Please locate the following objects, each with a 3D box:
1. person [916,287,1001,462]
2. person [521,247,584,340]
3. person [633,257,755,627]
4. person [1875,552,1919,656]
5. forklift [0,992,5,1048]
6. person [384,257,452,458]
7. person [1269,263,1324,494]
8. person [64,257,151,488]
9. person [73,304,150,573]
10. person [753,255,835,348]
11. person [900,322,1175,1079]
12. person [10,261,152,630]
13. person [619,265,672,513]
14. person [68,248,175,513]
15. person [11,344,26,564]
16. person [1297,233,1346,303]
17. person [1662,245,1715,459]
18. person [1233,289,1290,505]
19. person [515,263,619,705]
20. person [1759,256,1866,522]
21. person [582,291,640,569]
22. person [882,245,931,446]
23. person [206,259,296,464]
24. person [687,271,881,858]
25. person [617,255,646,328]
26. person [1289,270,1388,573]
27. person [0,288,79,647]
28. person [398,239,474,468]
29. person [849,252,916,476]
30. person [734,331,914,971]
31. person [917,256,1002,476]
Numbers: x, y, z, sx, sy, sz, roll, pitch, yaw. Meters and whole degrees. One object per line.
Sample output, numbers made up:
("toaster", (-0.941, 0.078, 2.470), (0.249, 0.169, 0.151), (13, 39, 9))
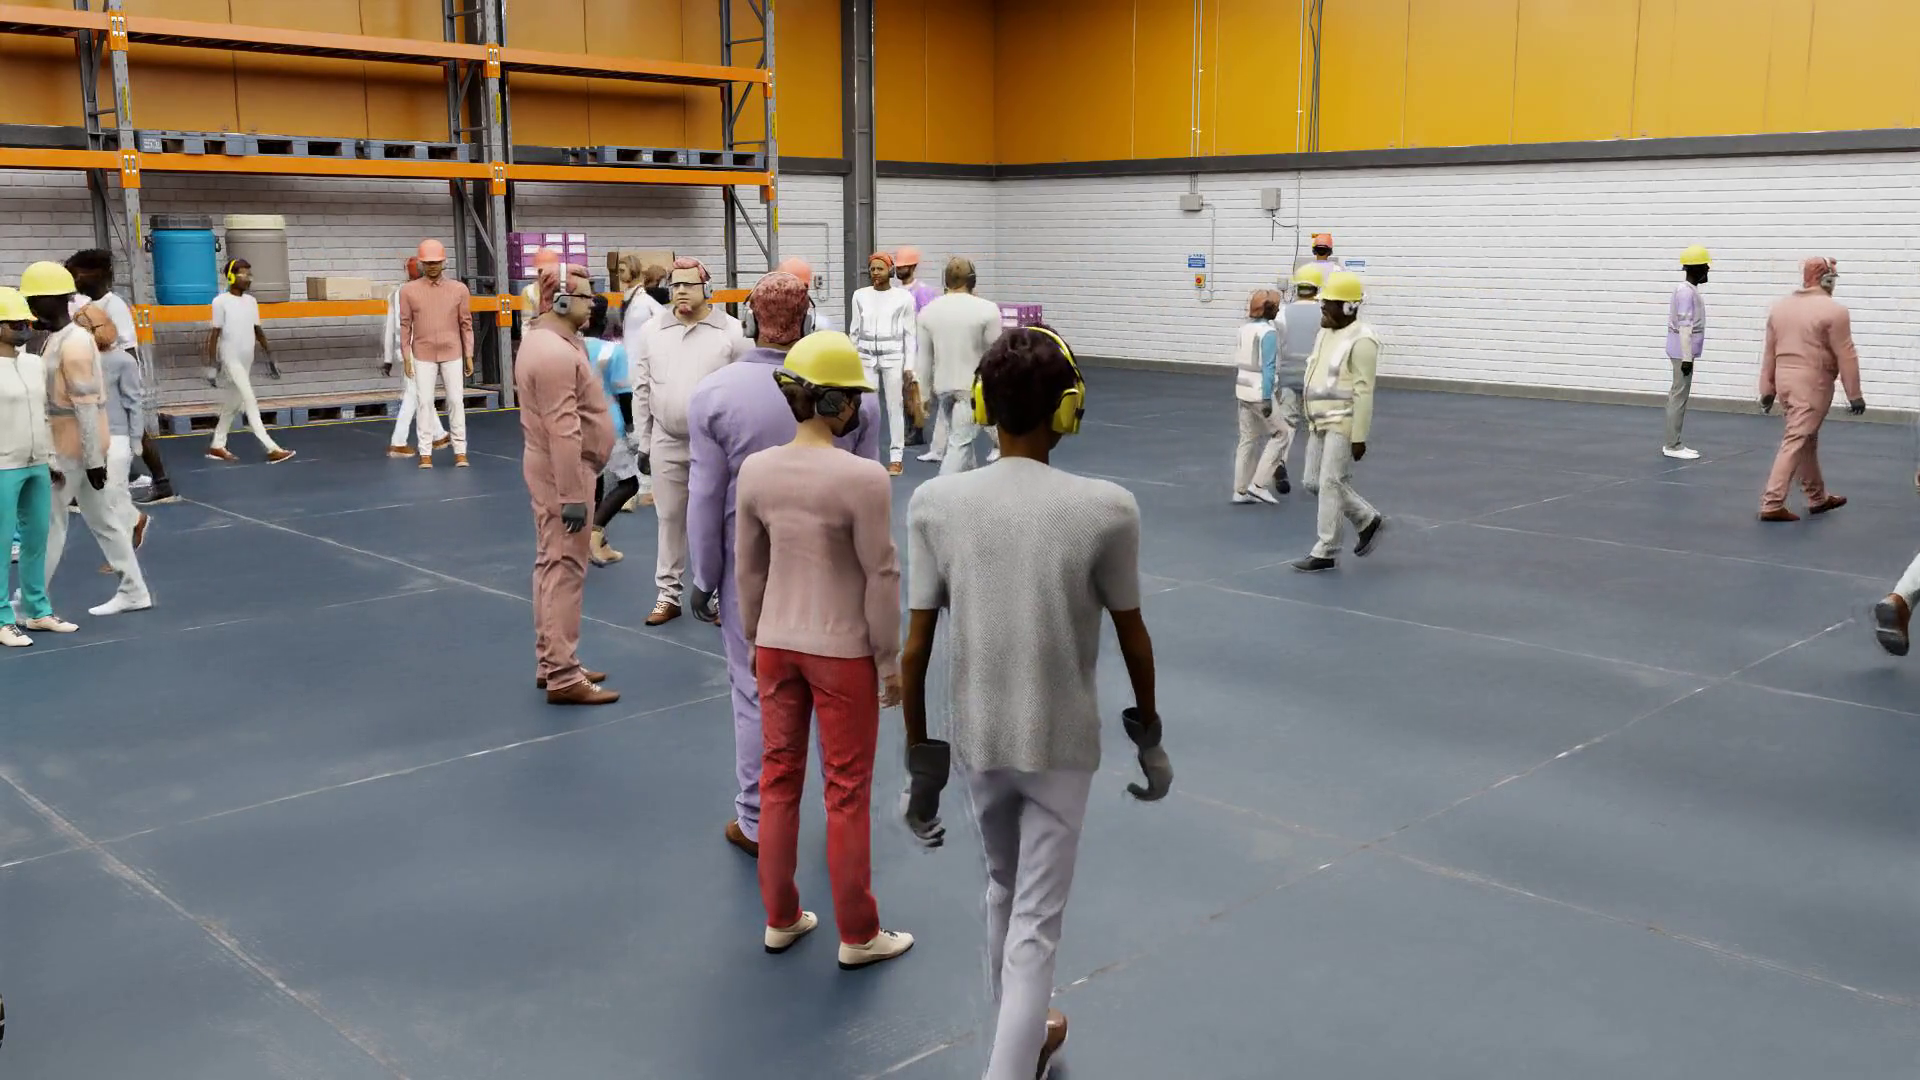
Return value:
("person", (0.061, -1.486, 14.862), (0.854, 1.602, 0.554), (-6, 12, -29))
("person", (-3.936, -1.863, 16.086), (0.576, 1.899, 0.611), (-1, 10, -8))
("person", (-1.385, -0.498, 8.623), (0.638, 1.910, 0.407), (1, 10, 5))
("person", (4.671, -0.331, 7.670), (0.669, 1.926, 0.642), (-3, 11, -16))
("forklift", (-3.245, 0.323, 3.363), (2.313, 2.155, 1.214), (2, 11, 13))
("person", (-5.001, -1.697, 15.393), (0.589, 1.825, 1.013), (5, 12, 27))
("person", (2.666, -1.239, 12.938), (0.599, 1.811, 0.746), (5, 11, 23))
("person", (-6.844, -1.273, 12.977), (0.595, 1.874, 1.012), (10, 14, 43))
("person", (-5.135, -0.628, 10.105), (0.520, 1.613, 0.484), (2, 11, 12))
("person", (-1.024, -0.801, 10.287), (0.539, 1.913, 0.870), (-3, 11, -14))
("person", (0.190, 0.450, 3.652), (0.512, 1.833, 0.875), (4, 11, 23))
("person", (-4.712, -0.493, 8.659), (0.767, 1.898, 0.599), (-6, 12, -29))
("person", (-2.299, -1.115, 12.299), (0.434, 1.806, 0.777), (2, 11, 9))
("person", (-6.321, -1.168, 12.232), (0.974, 1.916, 0.622), (-8, 13, -36))
("person", (-6.033, -0.768, 10.259), (0.563, 1.848, 0.391), (-3, 11, -15))
("person", (4.523, -2.809, 20.852), (0.605, 2.045, 0.379), (2, 11, 13))
("person", (6.629, -1.710, 15.170), (0.359, 1.930, 0.588), (4, 11, 22))
("person", (2.257, -1.060, 12.449), (0.442, 1.619, 0.542), (-3, 11, -14))
("person", (-1.701, -0.244, 7.248), (0.403, 1.904, 0.652), (-4, 11, -20))
("person", (6.106, -1.058, 11.790), (0.934, 1.865, 0.667), (-2, 11, -12))
("person", (-2.186, -0.642, 9.989), (0.569, 1.687, 0.539), (6, 12, 30))
("person", (-0.505, -1.852, 15.965), (0.422, 1.921, 0.565), (-8, 13, -38))
("person", (-6.381, -1.583, 14.819), (1.025, 1.812, 0.569), (3, 11, 16))
("person", (-0.578, 0.083, 5.461), (0.649, 1.906, 0.401), (-4, 11, -19))
("person", (-3.317, -1.887, 16.440), (0.837, 1.814, 0.546), (-6, 12, -31))
("person", (2.301, -0.703, 9.977), (0.588, 1.819, 0.607), (-2, 11, -12))
("person", (-4.673, -0.361, 8.275), (0.332, 1.766, 0.538), (2, 11, 11))
("person", (-4.551, -1.610, 14.487), (0.622, 1.986, 0.407), (-4, 11, -21))
("person", (-0.662, -1.480, 14.051), (0.574, 1.882, 0.355), (3, 11, 14))
("person", (-0.382, 0.308, 4.624), (0.525, 1.765, 0.329), (6, 12, 32))
("person", (0.022, -1.042, 11.683), (0.636, 1.887, 1.057), (7, 12, 32))
